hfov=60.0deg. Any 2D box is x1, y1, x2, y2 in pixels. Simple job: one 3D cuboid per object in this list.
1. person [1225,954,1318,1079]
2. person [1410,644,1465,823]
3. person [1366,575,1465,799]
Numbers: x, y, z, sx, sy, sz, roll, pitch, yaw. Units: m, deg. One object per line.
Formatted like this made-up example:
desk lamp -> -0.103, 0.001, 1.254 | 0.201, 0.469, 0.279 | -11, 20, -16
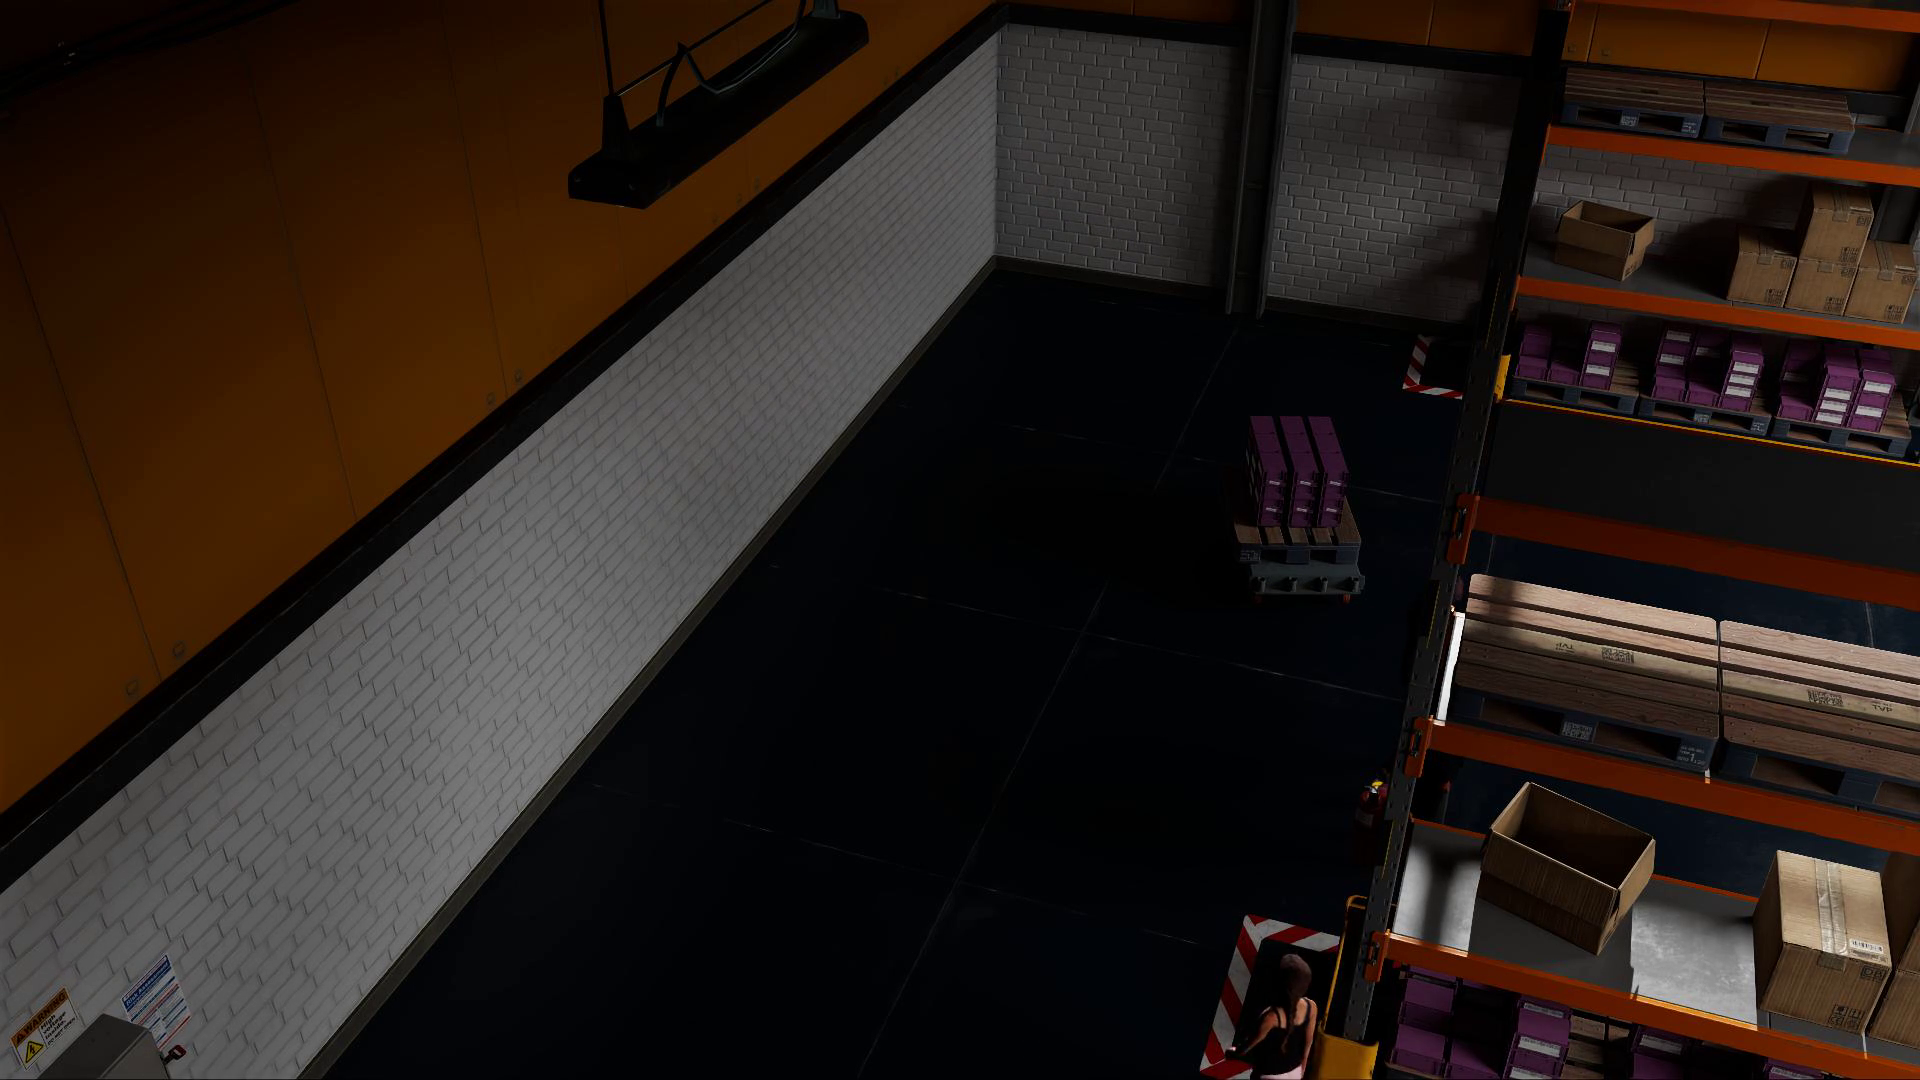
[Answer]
person -> 1.716, 2.910, 8.834 | 0.950, 1.513, 1.095 | -19, 38, -26
person -> 3.117, 1.404, 10.860 | 0.629, 1.780, 0.655 | 7, 34, 10
person -> 3.181, 1.040, 11.401 | 1.229, 1.786, 1.145 | -13, 36, -18
